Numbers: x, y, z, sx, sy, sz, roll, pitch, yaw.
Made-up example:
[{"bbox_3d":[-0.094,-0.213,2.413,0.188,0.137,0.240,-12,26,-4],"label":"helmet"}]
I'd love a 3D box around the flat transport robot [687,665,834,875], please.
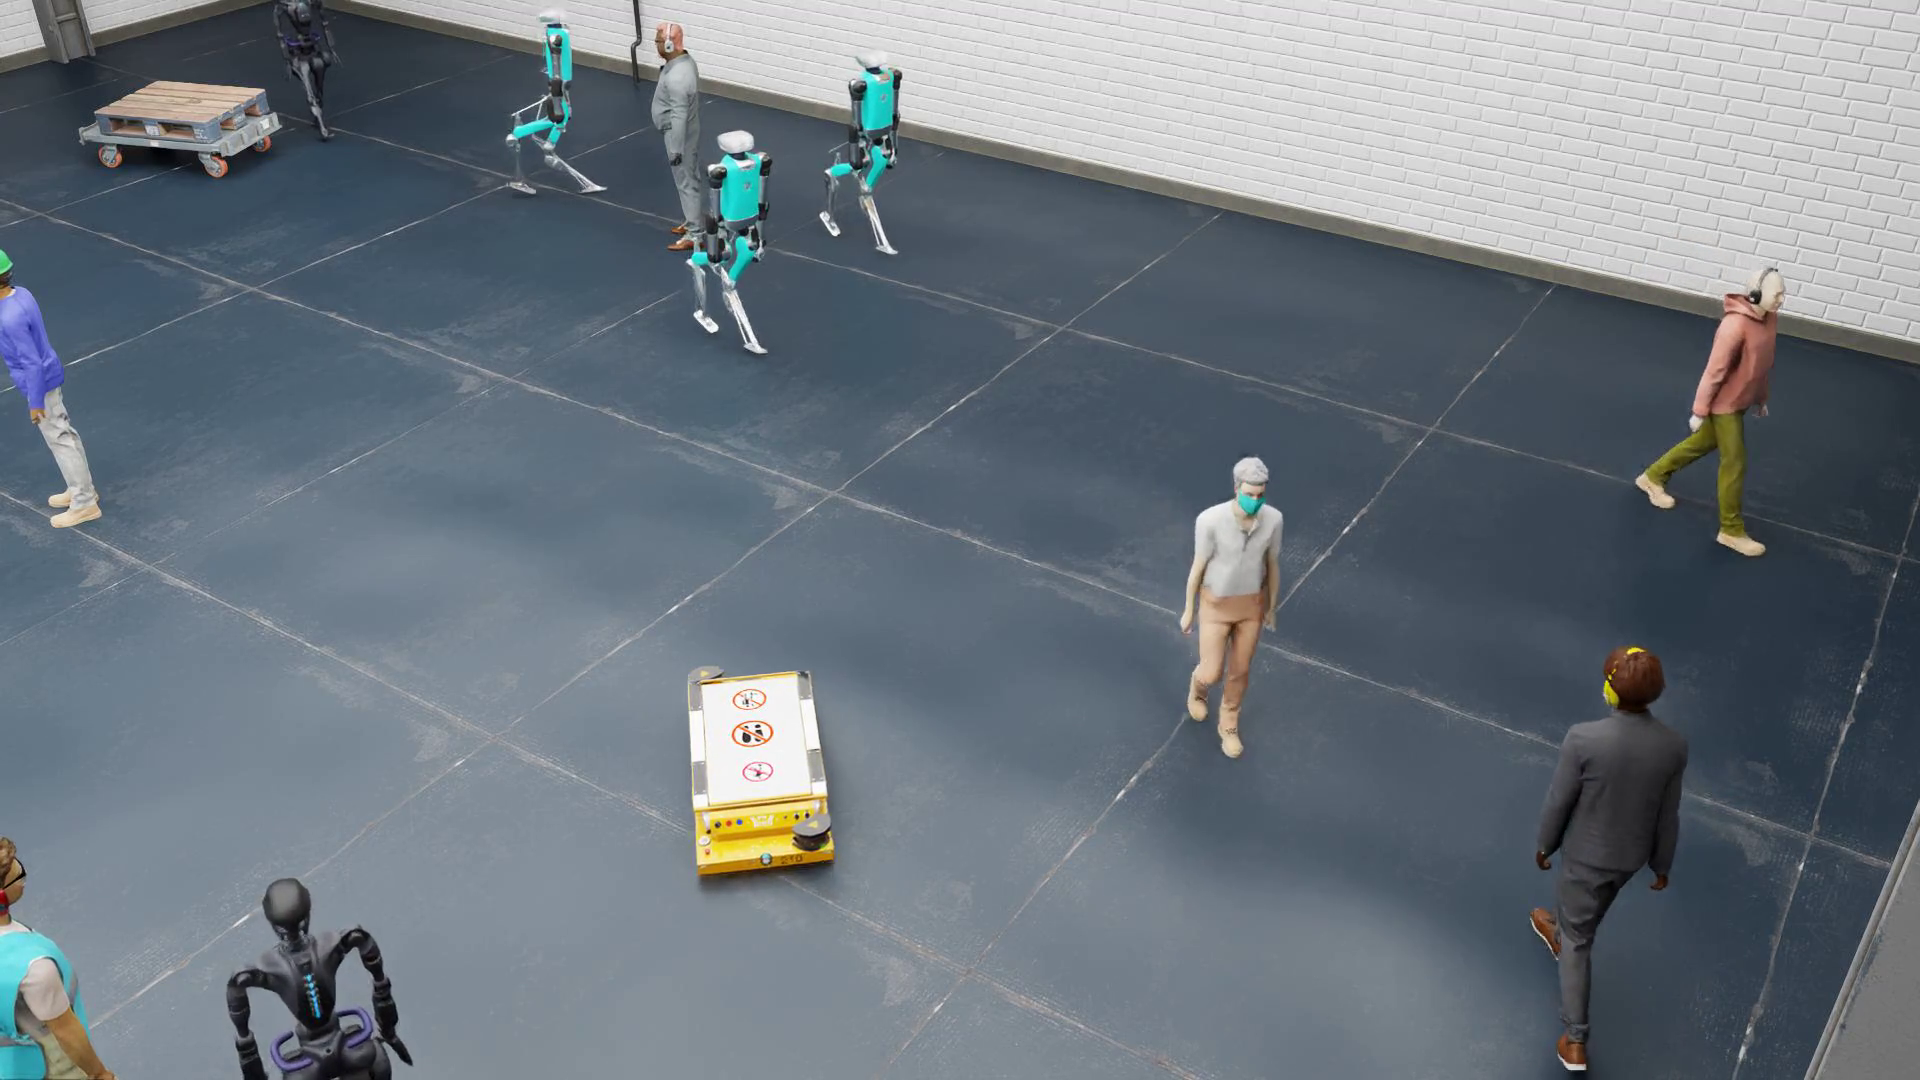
[{"bbox_3d":[-1.041,1.125,8.505,0.659,0.231,1.431,-5,33,-8],"label":"flat transport robot"}]

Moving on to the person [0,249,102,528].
[{"bbox_3d":[-5.709,-0.948,10.255,0.359,1.869,0.459,-13,35,-19],"label":"person"}]

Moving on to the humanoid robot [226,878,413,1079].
[{"bbox_3d":[-2.331,1.883,6.061,0.591,1.622,0.761,-21,38,-29],"label":"humanoid robot"}]

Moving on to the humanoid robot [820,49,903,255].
[{"bbox_3d":[-0.925,-3.340,14.133,0.995,1.775,0.532,28,42,36],"label":"humanoid robot"}]

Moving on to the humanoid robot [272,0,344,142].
[{"bbox_3d":[-6.418,-4.799,16.460,0.763,1.625,0.590,27,42,36],"label":"humanoid robot"}]

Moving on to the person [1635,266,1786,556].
[{"bbox_3d":[4.700,-0.868,10.196,0.539,1.797,0.938,-24,40,-32],"label":"person"}]

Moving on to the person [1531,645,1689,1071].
[{"bbox_3d":[2.656,1.284,6.826,0.535,1.824,0.971,0,33,0],"label":"person"}]

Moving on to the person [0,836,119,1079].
[{"bbox_3d":[-3.293,1.828,5.954,0.568,1.842,0.372,16,36,23],"label":"person"}]

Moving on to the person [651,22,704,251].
[{"bbox_3d":[-2.376,-3.401,14.036,0.411,1.908,0.640,-2,33,-2],"label":"person"}]

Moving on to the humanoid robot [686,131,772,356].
[{"bbox_3d":[-1.798,-2.264,12.444,0.543,1.746,1.010,-26,41,-35],"label":"humanoid robot"}]

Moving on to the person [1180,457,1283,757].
[{"bbox_3d":[1.361,0.328,8.390,0.505,1.731,0.431,-5,33,-8],"label":"person"}]

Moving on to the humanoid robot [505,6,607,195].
[{"bbox_3d":[-3.836,-3.903,15.030,1.047,1.778,0.538,-2,33,-4],"label":"humanoid robot"}]
